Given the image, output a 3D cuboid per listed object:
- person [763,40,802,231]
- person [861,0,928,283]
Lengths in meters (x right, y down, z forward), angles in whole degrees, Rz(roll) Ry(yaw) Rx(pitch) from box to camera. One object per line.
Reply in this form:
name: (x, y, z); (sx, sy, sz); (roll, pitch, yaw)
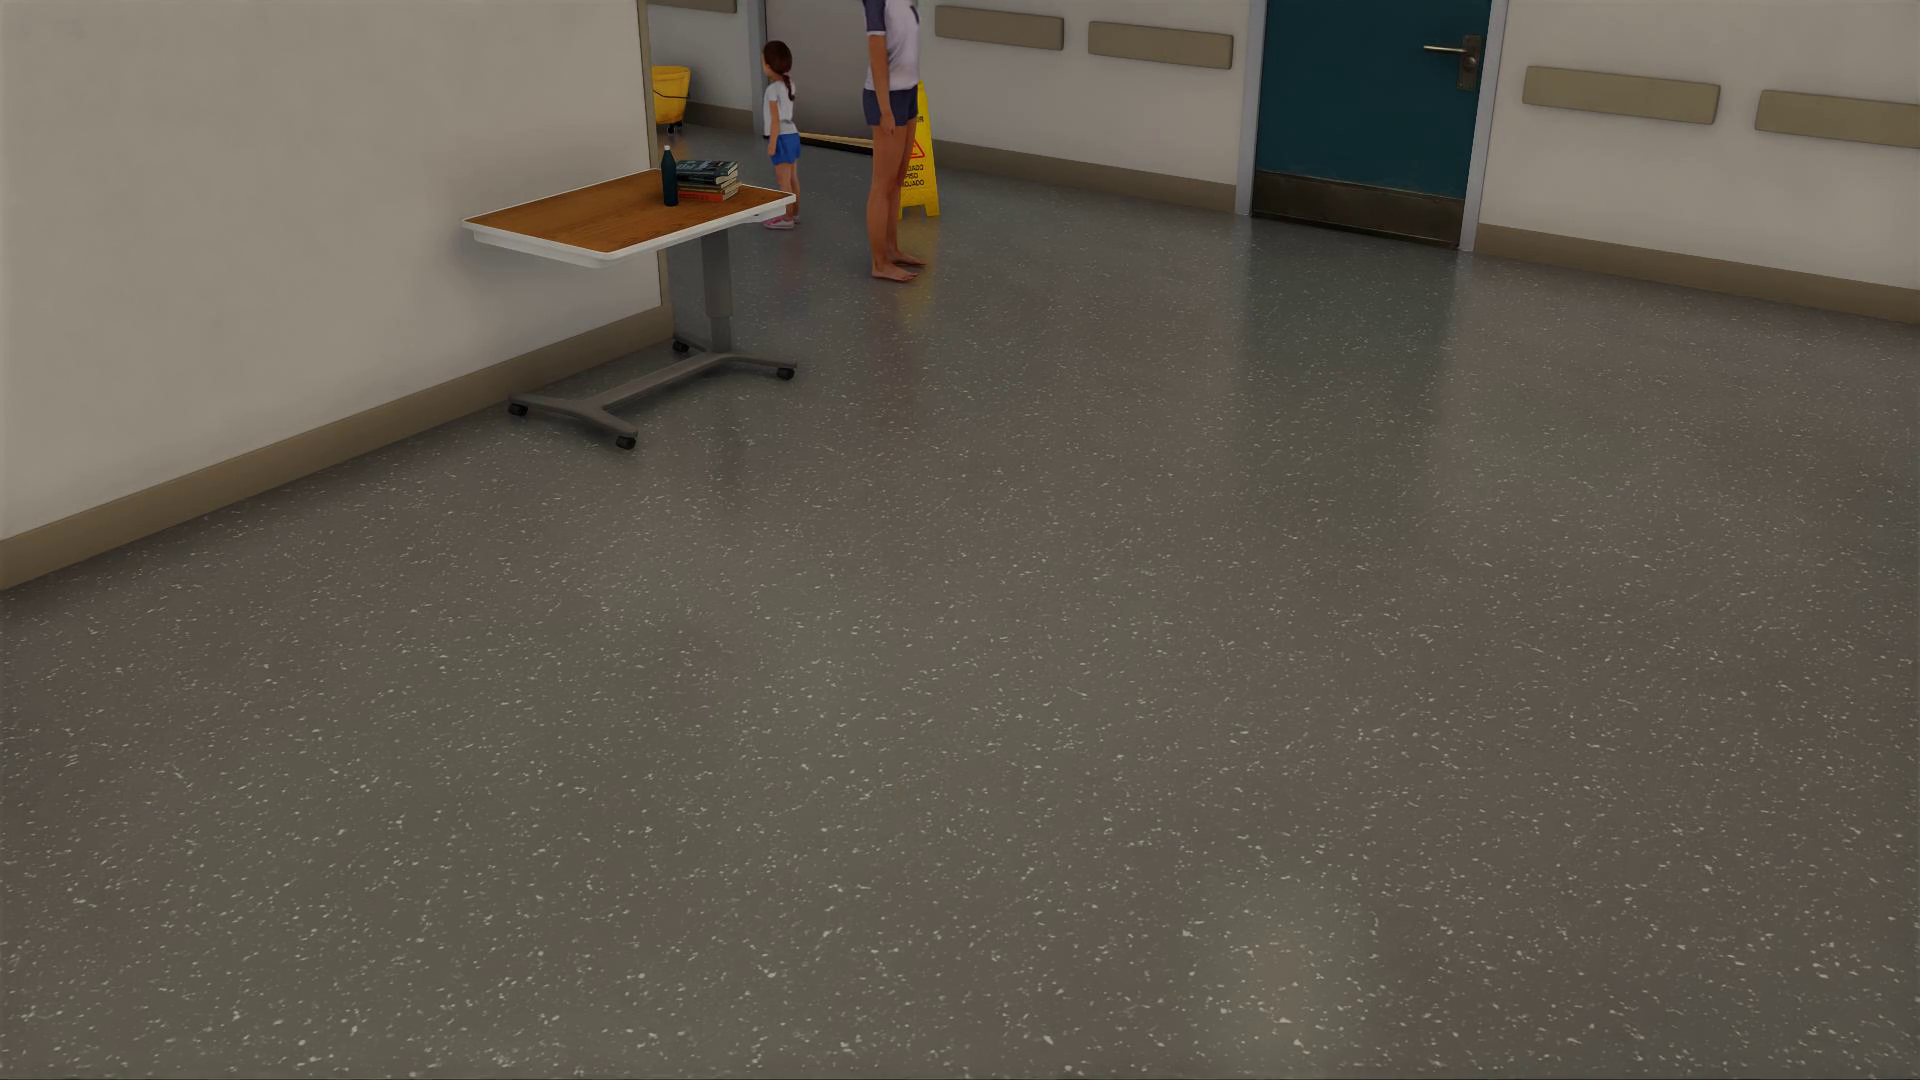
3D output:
person: (-0.977, -2.236, 9.184); (0.485, 1.020, 0.464); (7, 27, 15)
person: (-0.340, -2.178, 8.242); (0.629, 1.734, 0.649); (6, 26, 12)
